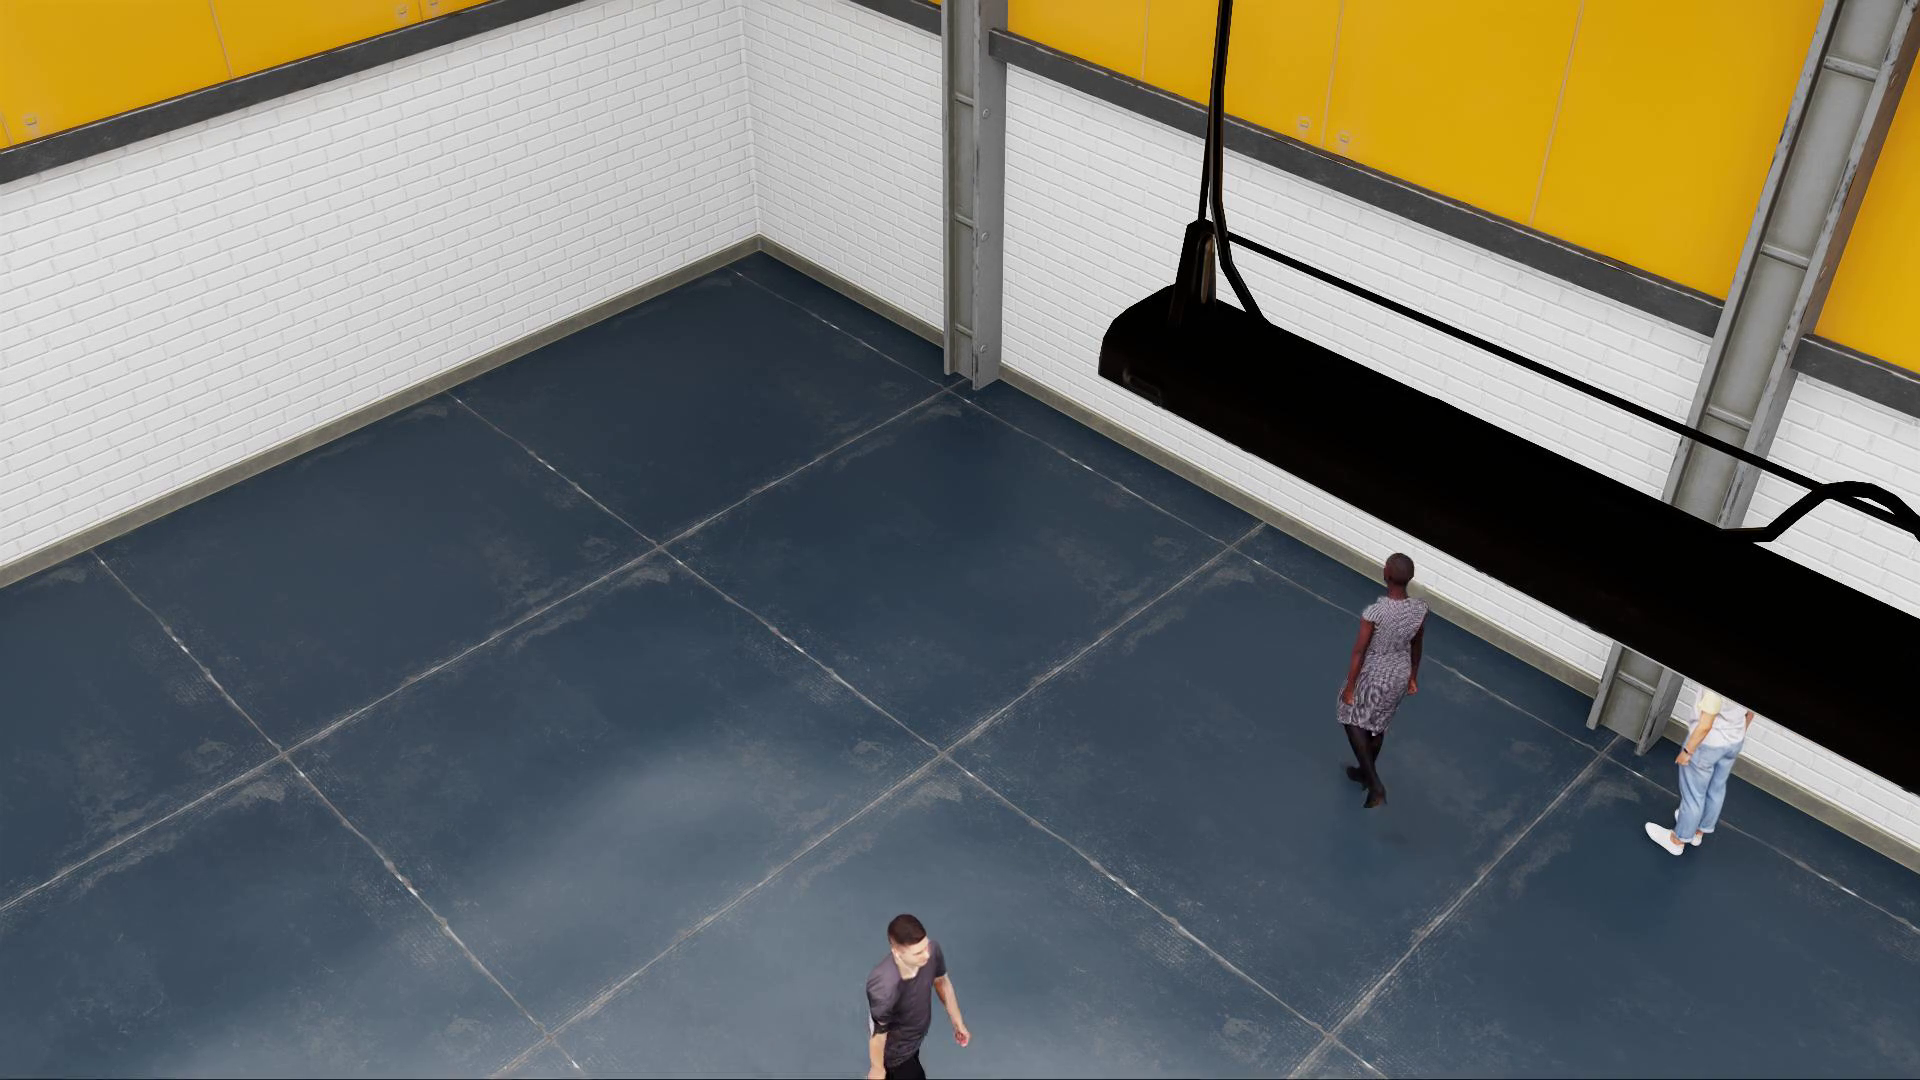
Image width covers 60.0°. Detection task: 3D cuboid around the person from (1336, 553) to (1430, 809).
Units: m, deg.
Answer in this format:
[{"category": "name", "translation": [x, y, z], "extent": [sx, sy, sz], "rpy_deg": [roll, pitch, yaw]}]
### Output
[{"category": "person", "translation": [2.523, 0.905, 9.868], "extent": [0.869, 1.765, 0.980], "rpy_deg": [-12, 40, -14]}]

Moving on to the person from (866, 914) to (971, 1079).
[{"category": "person", "translation": [-0.339, 2.367, 8.062], "extent": [1.051, 1.734, 0.794], "rpy_deg": [20, 43, 24]}]

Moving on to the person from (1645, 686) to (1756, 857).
[{"category": "person", "translation": [4.356, 1.163, 9.578], "extent": [0.697, 1.724, 0.674], "rpy_deg": [-15, 41, -18]}]
